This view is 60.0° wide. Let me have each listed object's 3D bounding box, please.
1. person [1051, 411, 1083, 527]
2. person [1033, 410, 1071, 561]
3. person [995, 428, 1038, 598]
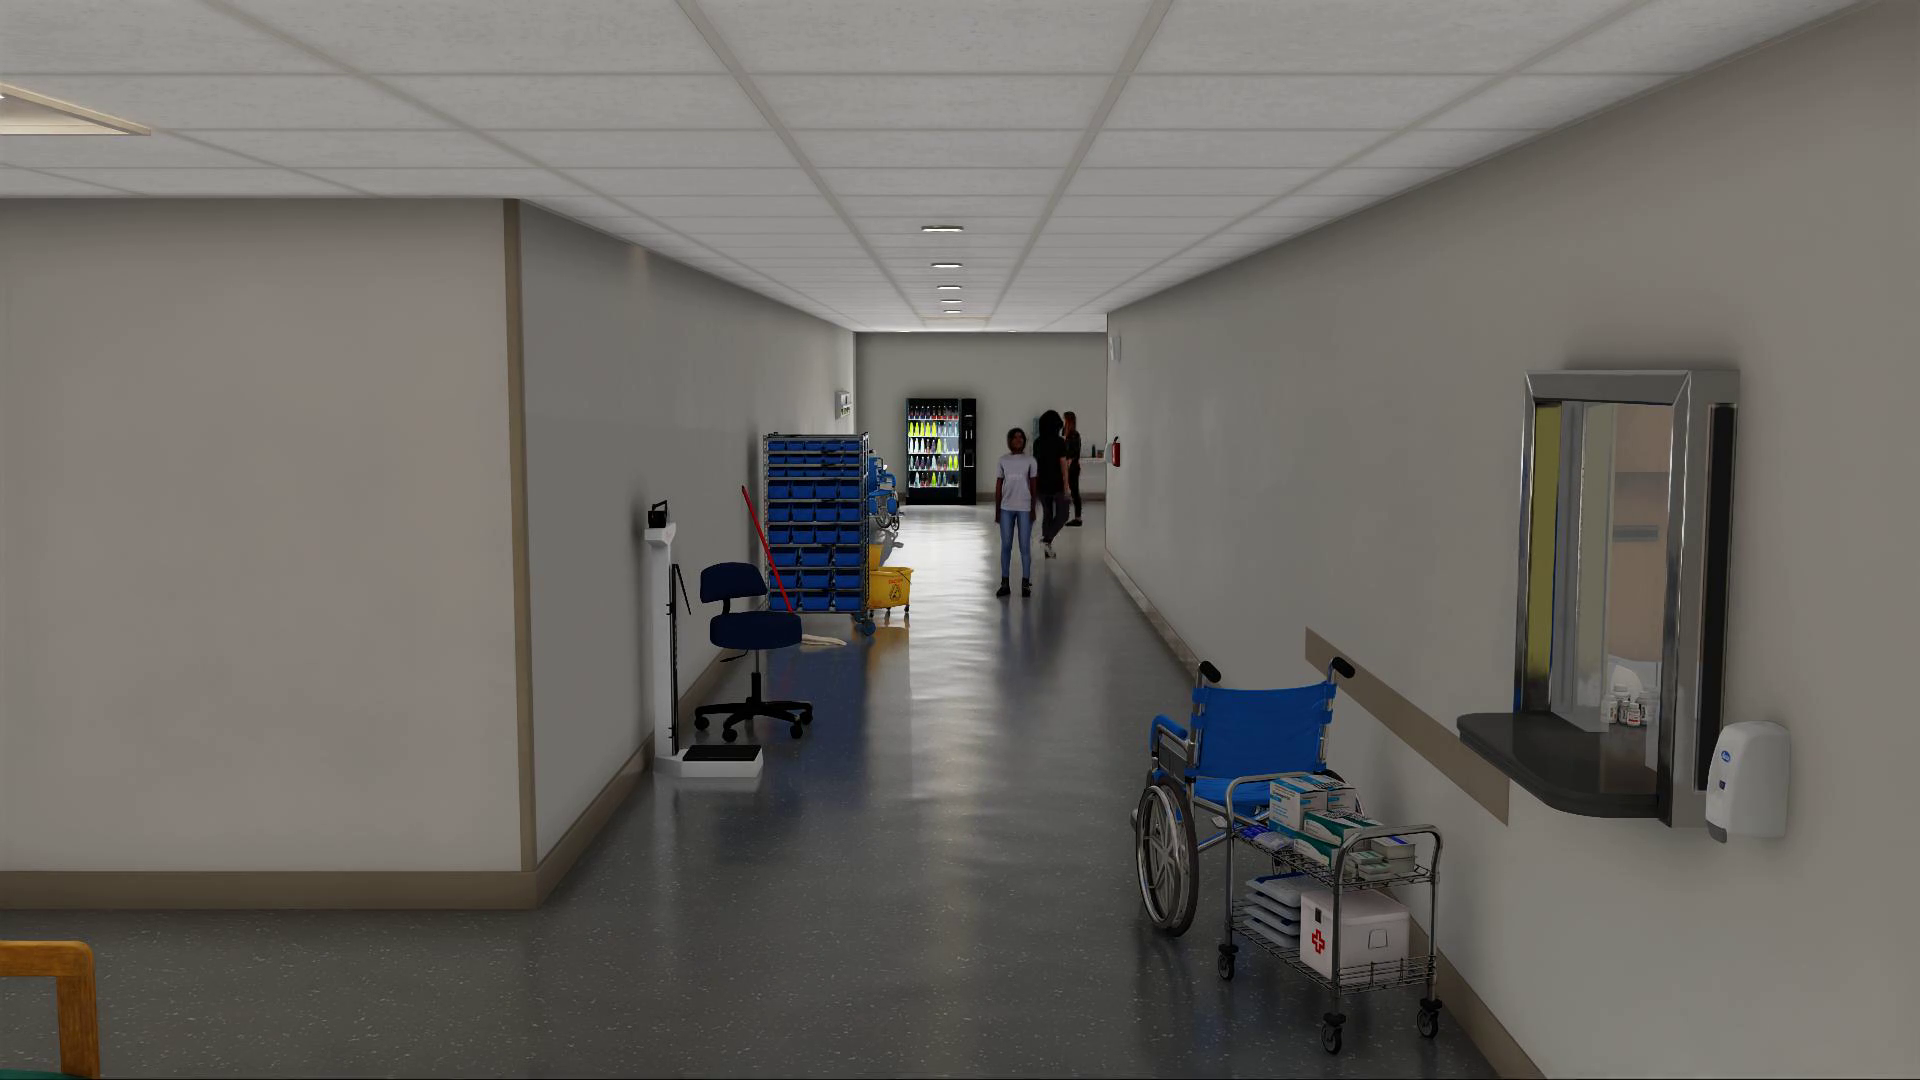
[{"bbox_3d":[1.710,-1.037,24.555,0.870,1.697,0.754,-2,6,-19],"label":"person"},{"bbox_3d":[1.064,-0.654,20.072,0.833,1.820,0.893,4,7,34],"label":"person"},{"bbox_3d":[0.577,-0.290,17.024,0.531,1.718,0.687,1,6,12],"label":"person"}]
